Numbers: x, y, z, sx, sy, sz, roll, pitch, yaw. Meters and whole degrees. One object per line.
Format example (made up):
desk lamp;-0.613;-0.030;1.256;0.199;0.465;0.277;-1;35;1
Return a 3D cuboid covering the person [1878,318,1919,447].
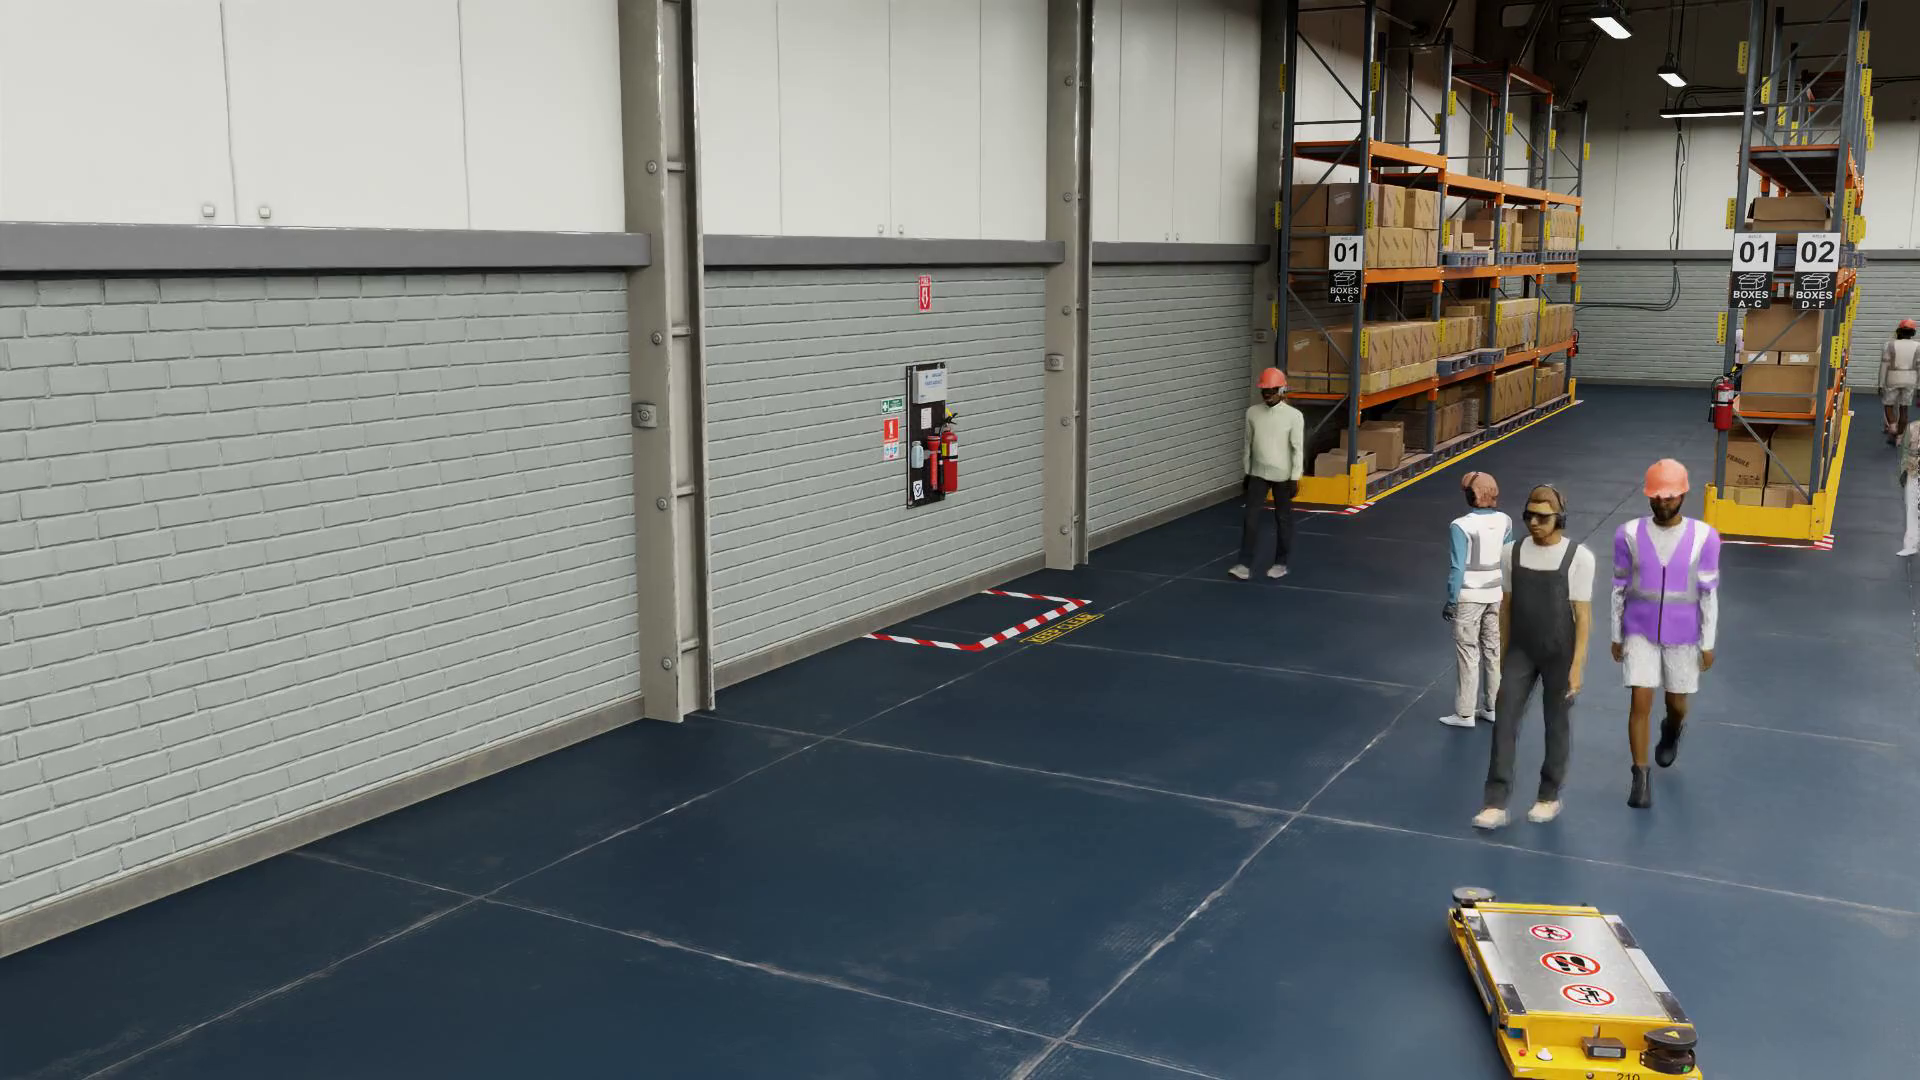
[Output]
person;14.775;-2.464;26.099;0.629;2.026;0.488;4;10;22

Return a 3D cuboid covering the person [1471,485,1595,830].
person;2.968;0.632;8.610;0.512;1.817;0.820;7;12;36

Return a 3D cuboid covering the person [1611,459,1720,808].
person;3.893;0.479;9.223;0.550;1.910;0.786;5;11;25

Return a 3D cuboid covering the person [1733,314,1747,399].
person;14.887;-3.331;31.499;0.591;1.919;0.392;4;11;24

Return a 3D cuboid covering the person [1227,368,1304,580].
person;2.804;-0.585;15.282;0.647;1.960;0.905;7;12;35

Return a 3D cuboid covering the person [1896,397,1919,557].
person;9.643;-0.640;16.574;0.509;1.624;0.534;-5;11;-27

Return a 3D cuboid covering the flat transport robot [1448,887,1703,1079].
flat transport robot;2.398;1.741;6.621;0.652;0.197;1.431;1;10;7

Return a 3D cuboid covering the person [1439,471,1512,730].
person;3.282;0.383;10.569;0.522;1.638;0.310;-6;11;-30

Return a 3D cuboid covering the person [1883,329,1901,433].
person;15.925;-2.732;28.286;0.518;1.831;0.954;6;11;30
